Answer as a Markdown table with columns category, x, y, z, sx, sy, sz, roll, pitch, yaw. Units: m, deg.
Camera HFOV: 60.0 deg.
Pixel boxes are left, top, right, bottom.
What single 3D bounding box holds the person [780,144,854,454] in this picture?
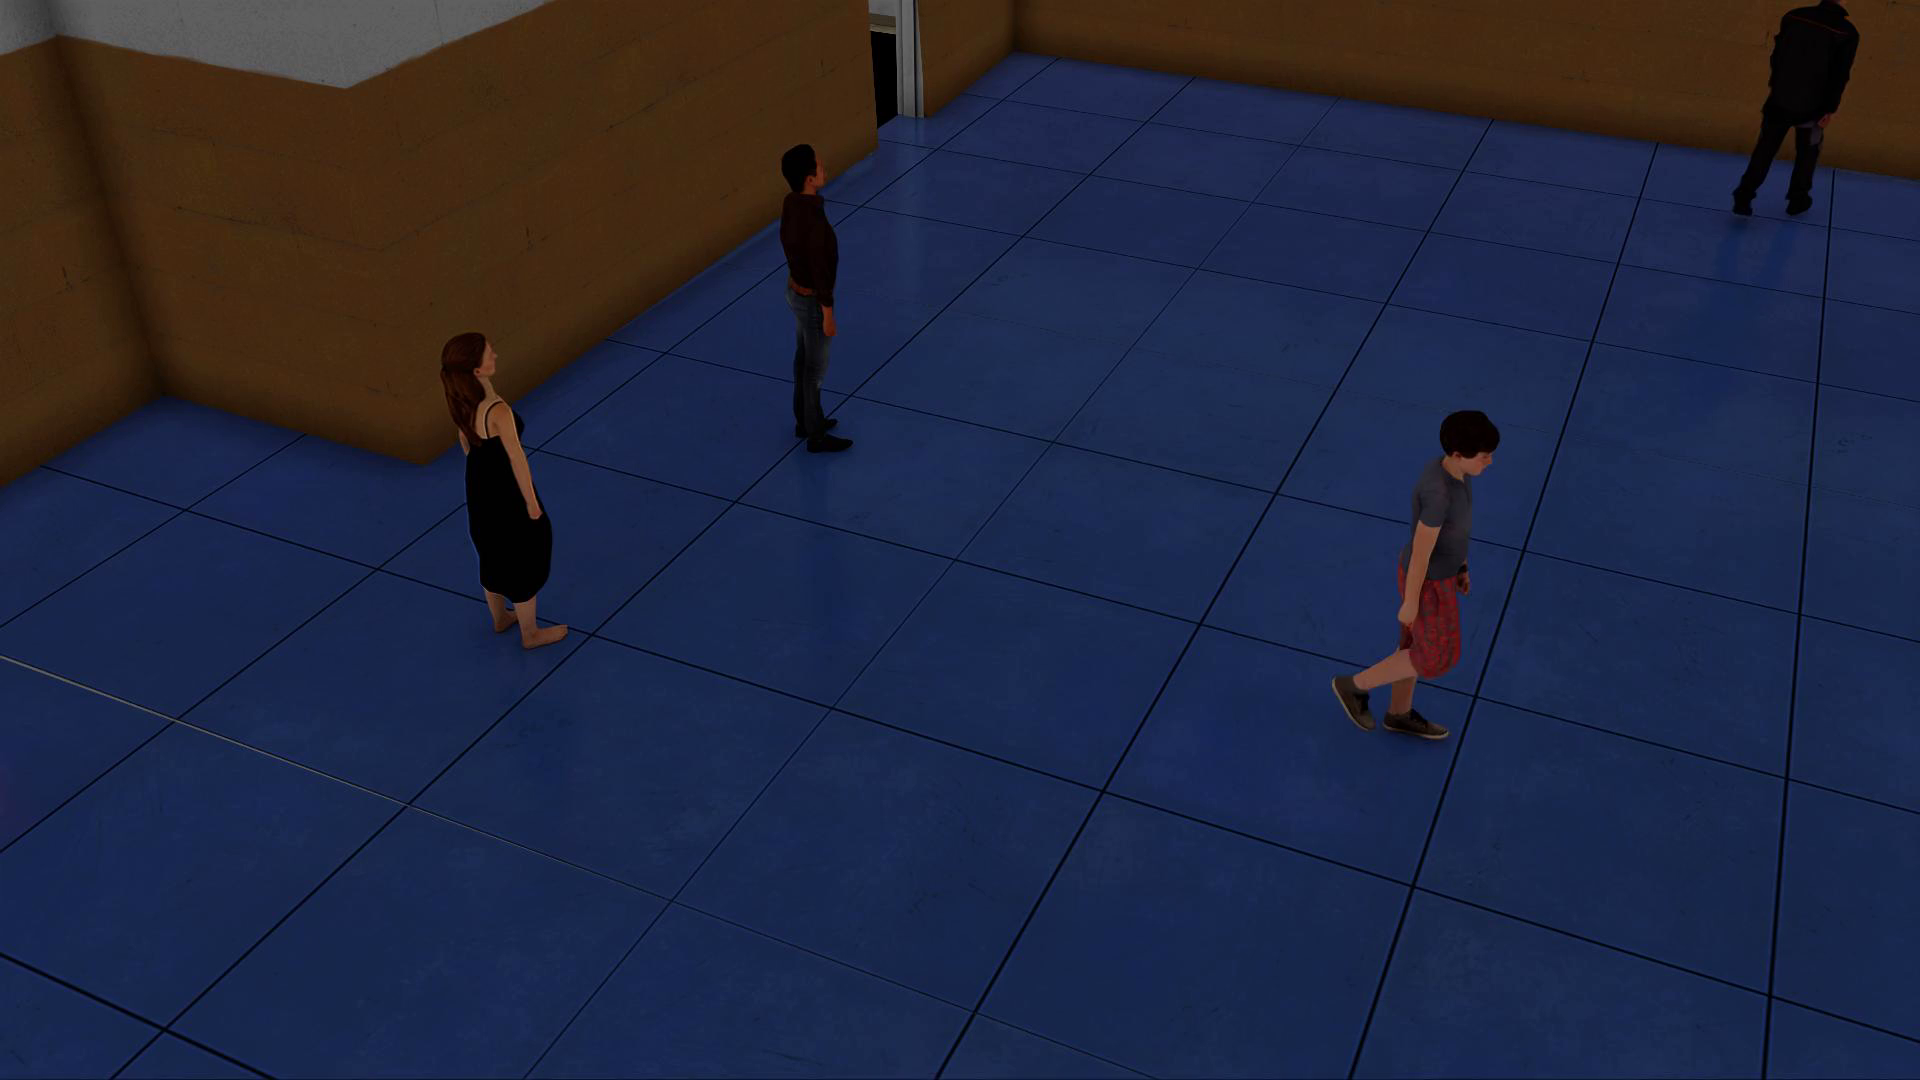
| category | x | y | z | sx | sy | sz | roll | pitch | yaw |
| --- | --- | --- | --- | --- | --- | --- | --- | --- | --- |
| person | -0.830 | -1.323 | 9.174 | 0.767 | 1.783 | 0.705 | -12 | 35 | -17 |

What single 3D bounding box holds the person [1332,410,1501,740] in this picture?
| category | x | y | z | sx | sy | sz | roll | pitch | yaw |
| --- | --- | --- | --- | --- | --- | --- | --- | --- | --- |
| person | 1.910 | 0.152 | 7.077 | 0.734 | 1.636 | 0.572 | 15 | 37 | 22 |

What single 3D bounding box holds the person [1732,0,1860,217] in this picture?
| category | x | y | z | sx | sy | sz | roll | pitch | yaw |
| --- | --- | --- | --- | --- | --- | --- | --- | --- | --- |
| person | 5.952 | -3.161 | 11.864 | 1.041 | 1.839 | 1.084 | -27 | 42 | -35 |

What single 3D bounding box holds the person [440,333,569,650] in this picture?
| category | x | y | z | sx | sy | sz | roll | pitch | yaw |
| --- | --- | --- | --- | --- | --- | --- | --- | --- | --- |
| person | -2.133 | -0.225 | 7.664 | 0.590 | 1.625 | 0.698 | 25 | 41 | 33 |
